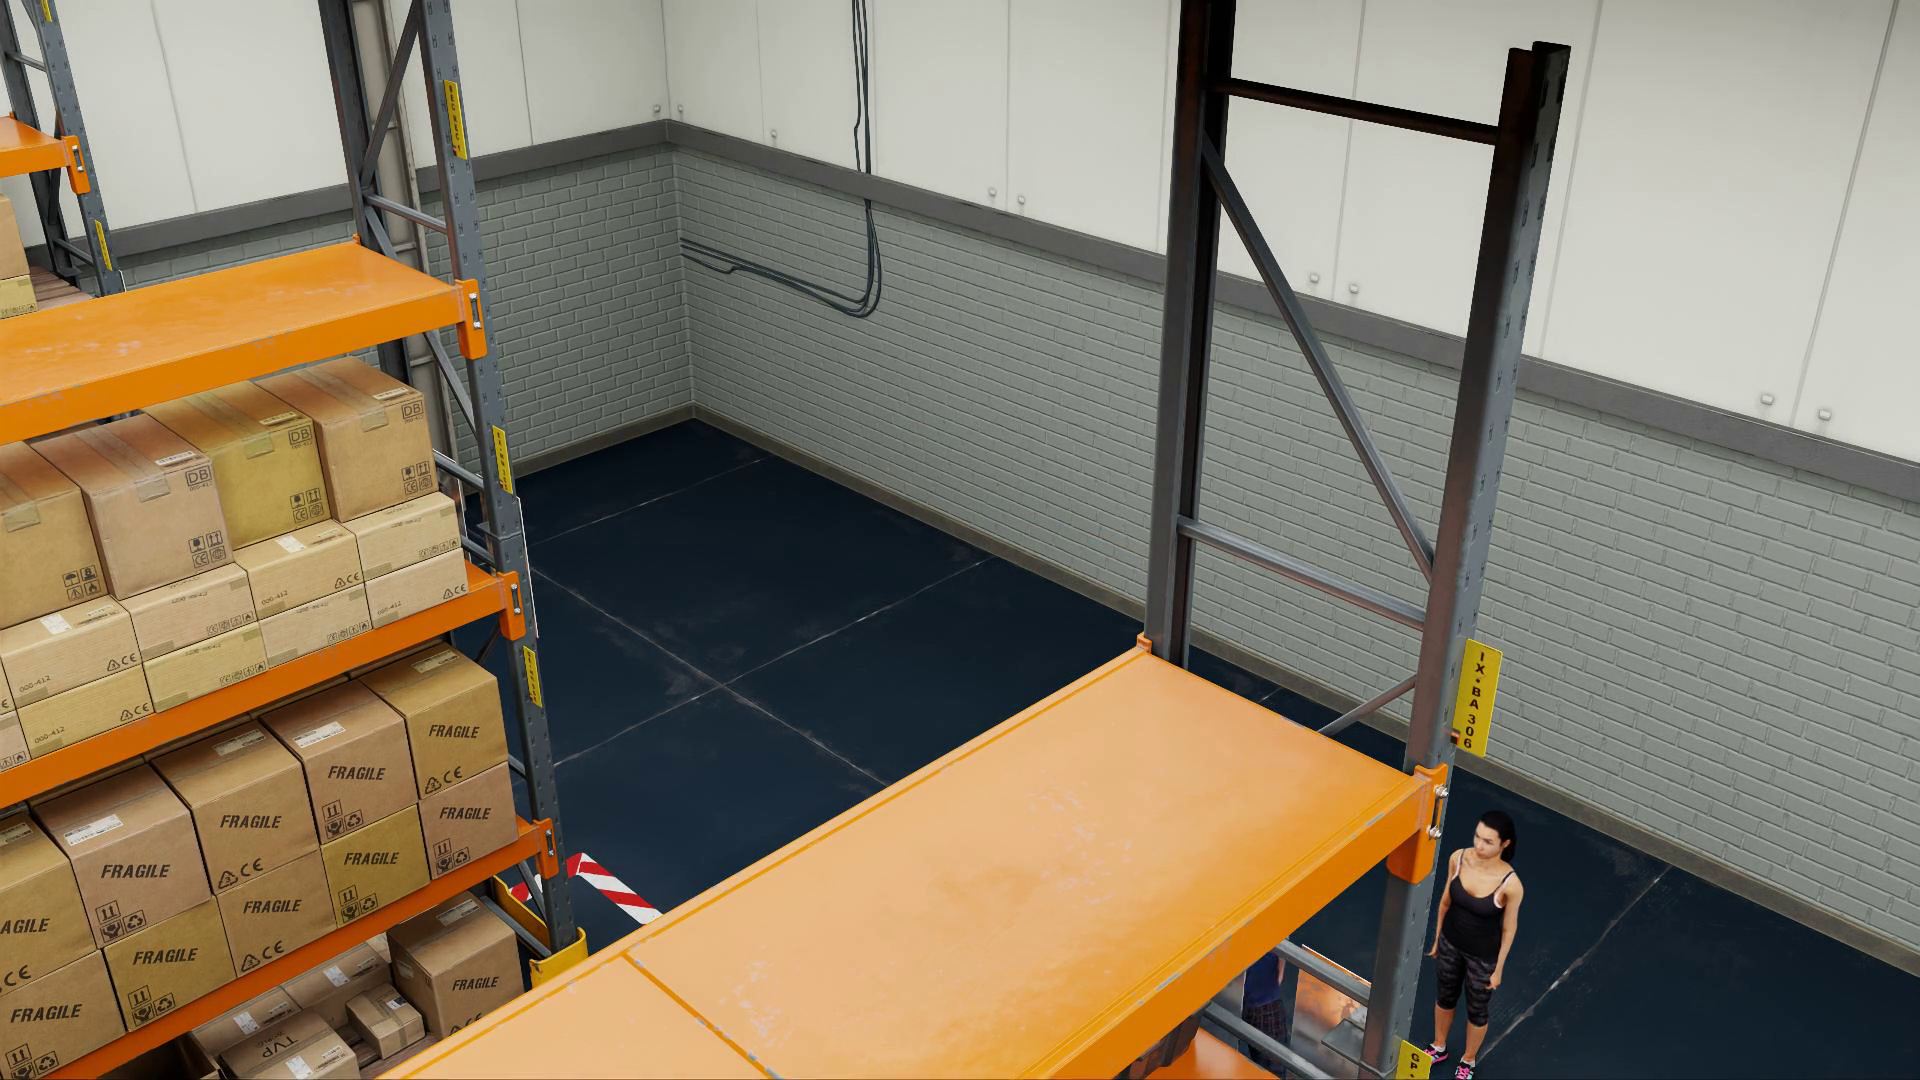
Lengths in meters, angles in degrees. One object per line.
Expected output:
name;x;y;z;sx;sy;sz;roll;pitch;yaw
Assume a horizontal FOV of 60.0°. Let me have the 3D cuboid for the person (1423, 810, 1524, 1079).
person;2.663;2.121;8.637;0.523;1.729;0.558;-23;35;-37
